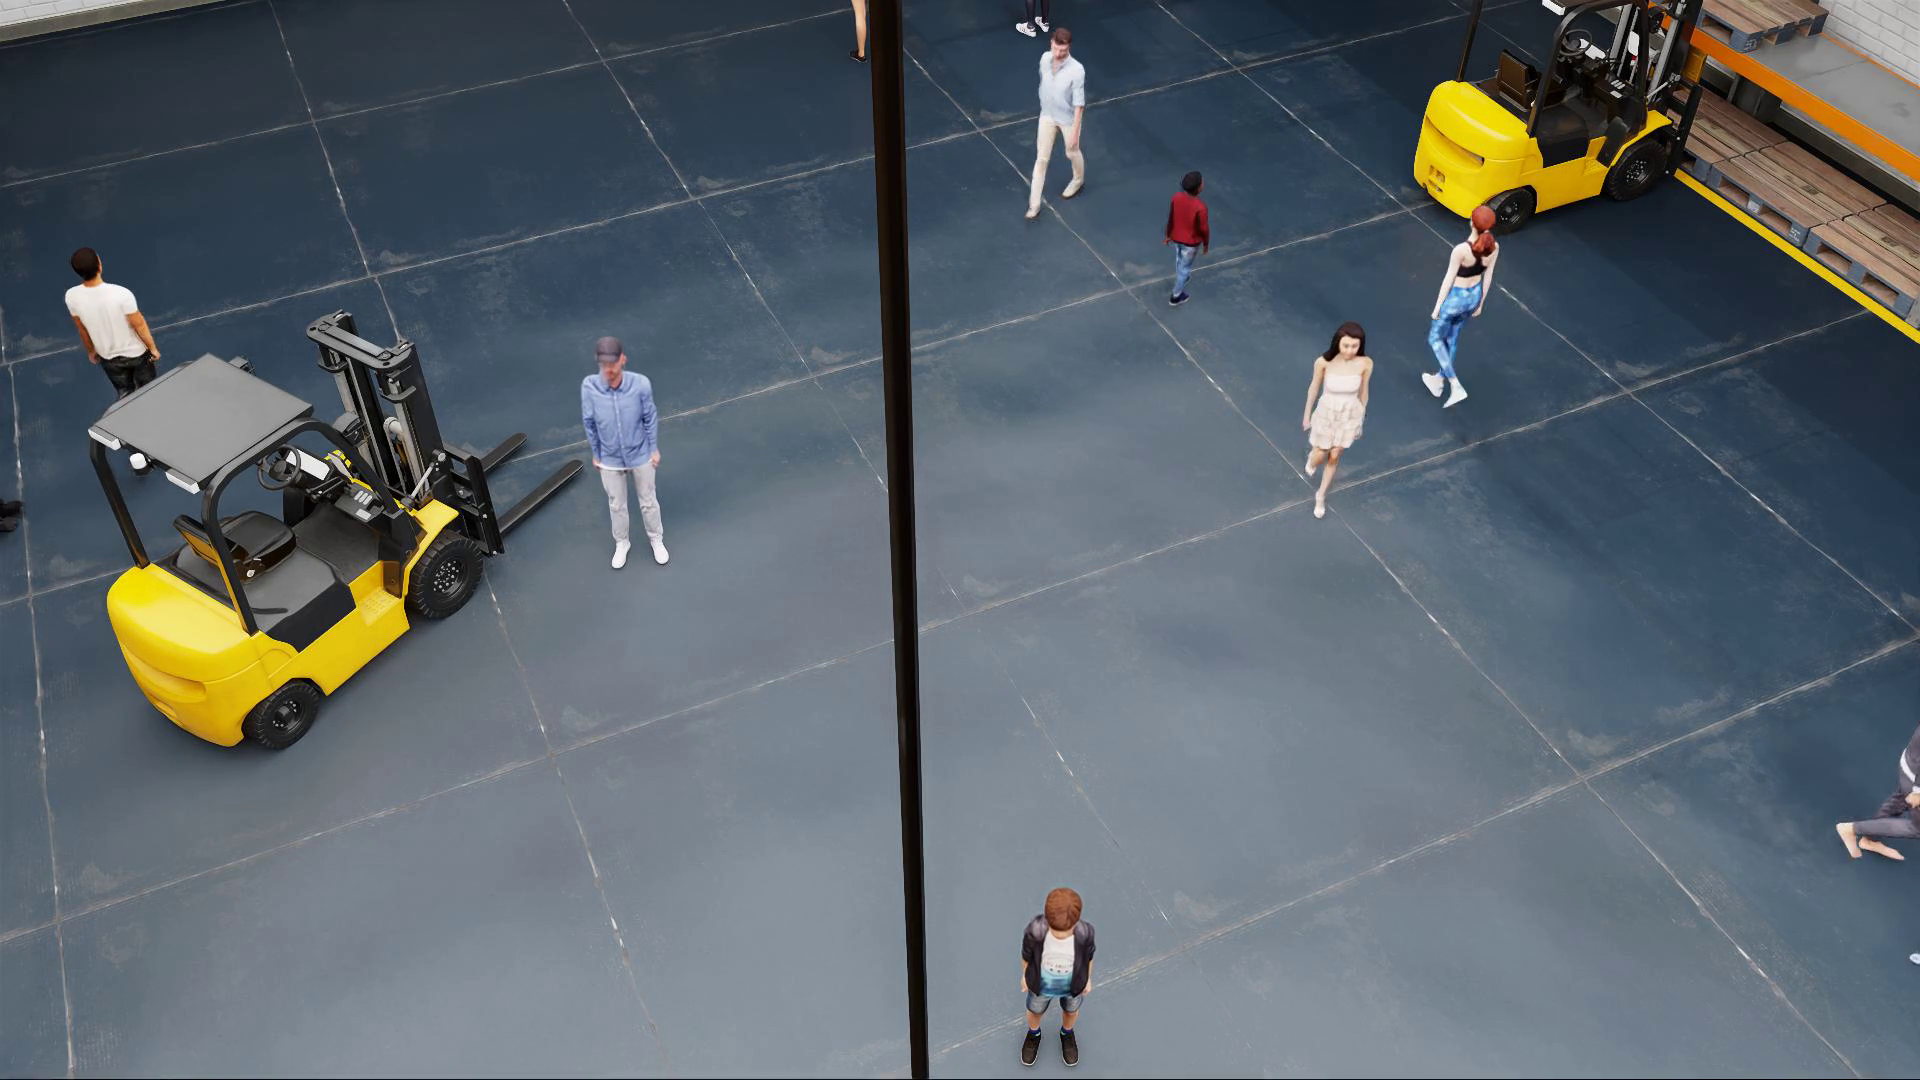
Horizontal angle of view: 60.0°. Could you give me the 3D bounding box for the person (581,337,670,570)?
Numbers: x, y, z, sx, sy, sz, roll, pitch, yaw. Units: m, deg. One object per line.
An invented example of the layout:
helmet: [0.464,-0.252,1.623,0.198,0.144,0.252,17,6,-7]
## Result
person: [-2.334,-0.612,11.579,0.712,1.886,0.671,-6,44,-6]

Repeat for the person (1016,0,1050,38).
person: [0.802,-6.215,17.516,0.688,1.809,0.569,-26,49,-25]

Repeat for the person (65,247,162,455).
person: [-6.294,-1.359,12.440,0.791,1.790,0.930,-5,44,-5]

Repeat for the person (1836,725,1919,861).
person: [5.520,1.303,9.659,0.850,1.762,0.798,23,48,22]

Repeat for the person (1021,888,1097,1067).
person: [0.520,2.315,8.825,0.611,1.446,0.623,1,44,1]

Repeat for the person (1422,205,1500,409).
person: [3.892,-1.754,12.866,0.629,1.774,0.900,-12,45,-12]

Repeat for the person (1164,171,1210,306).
person: [1.875,-2.532,14.059,0.677,1.245,0.706,32,52,29]

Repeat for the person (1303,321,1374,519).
person: [2.712,-0.924,12.022,0.767,1.727,0.862,3,44,3]

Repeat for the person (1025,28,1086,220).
person: [0.954,-3.841,15.024,1.194,1.808,1.131,28,50,26]
